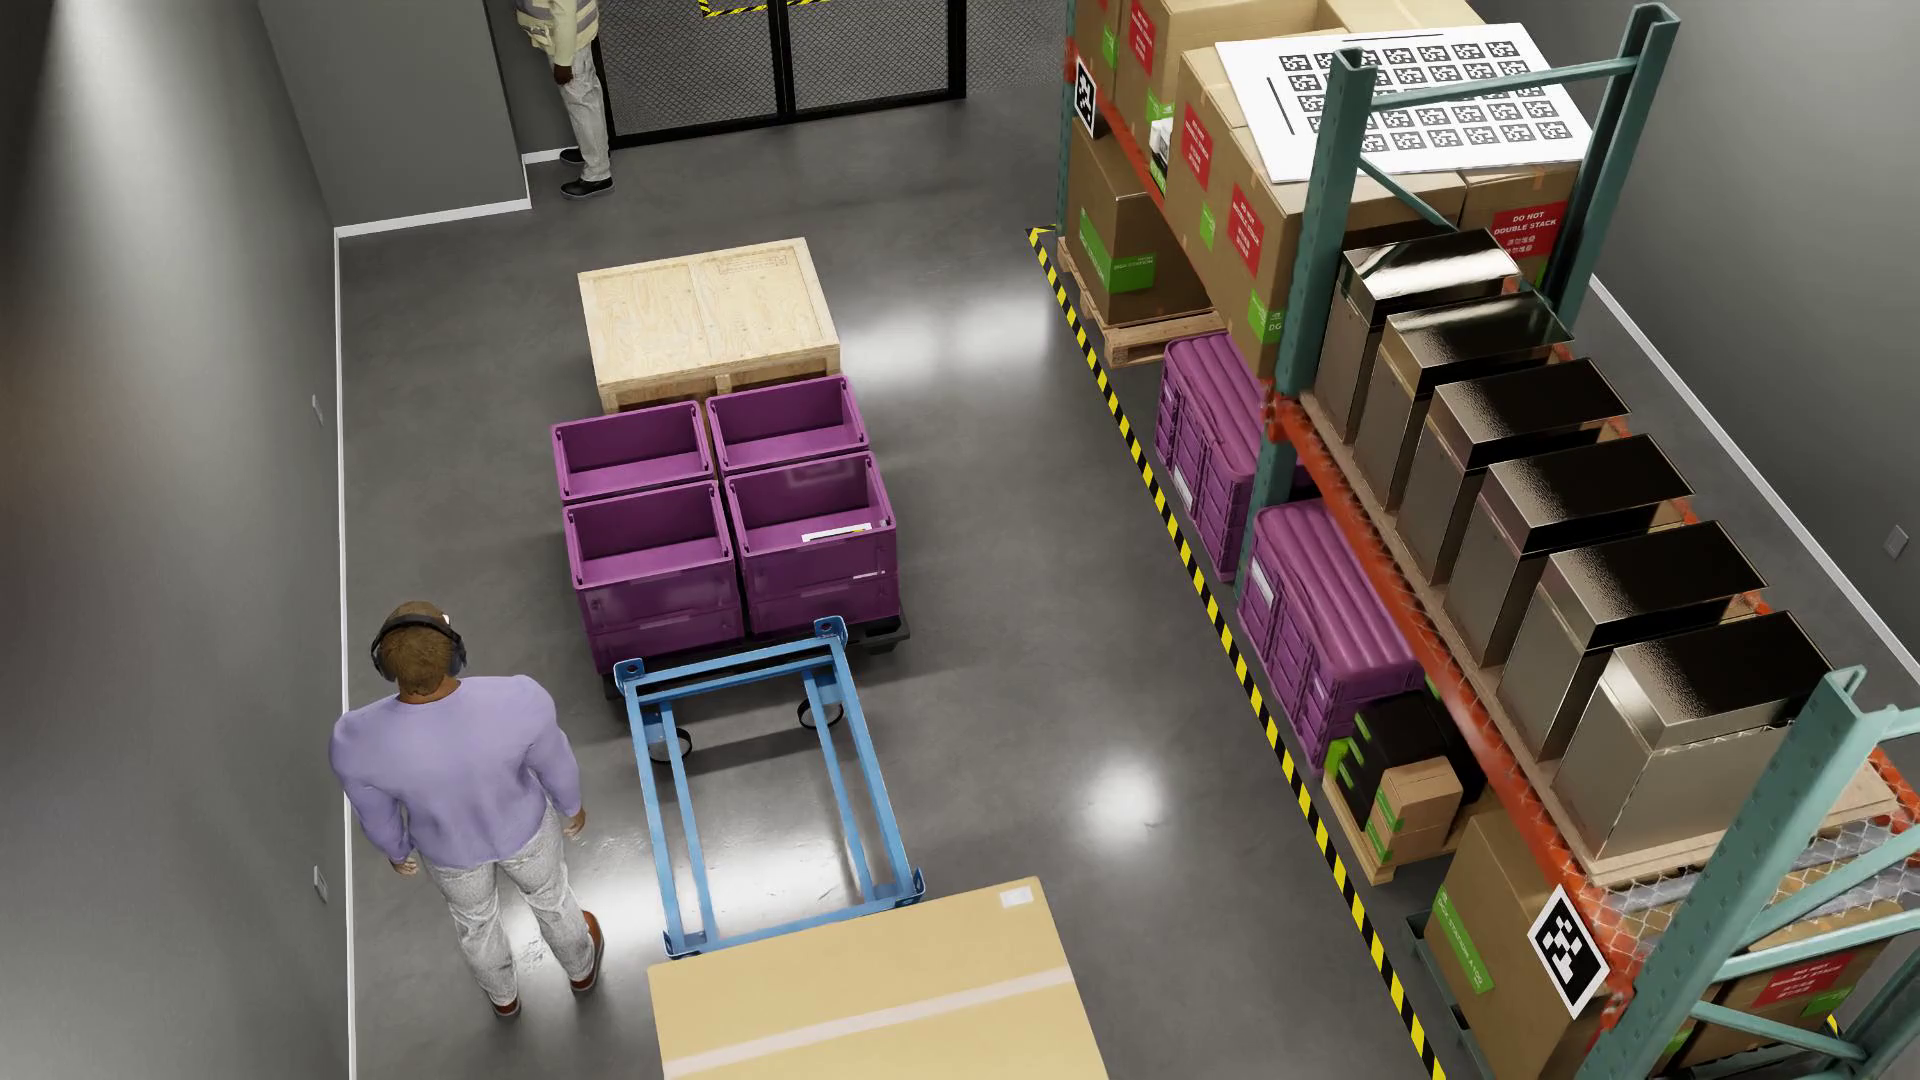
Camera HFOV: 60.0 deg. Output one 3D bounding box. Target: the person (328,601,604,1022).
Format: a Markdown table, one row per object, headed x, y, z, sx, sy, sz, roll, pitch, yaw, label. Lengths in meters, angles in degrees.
| x | y | z | sx | sy | sz | roll | pitch | yaw | label |
| --- | --- | --- | --- | --- | --- | --- | --- | --- | --- |
| -1.459 | 0.867 | 5.089 | 0.635 | 1.938 | 0.359 | -13 | 49 | -12 | person |

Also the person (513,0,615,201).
| x | y | z | sx | sy | sz | roll | pitch | yaw | label |
| --- | --- | --- | --- | --- | --- | --- | --- | --- | --- |
| -1.996 | -2.568 | 8.316 | 0.404 | 1.832 | 0.600 | -6 | 48 | -5 | person |
